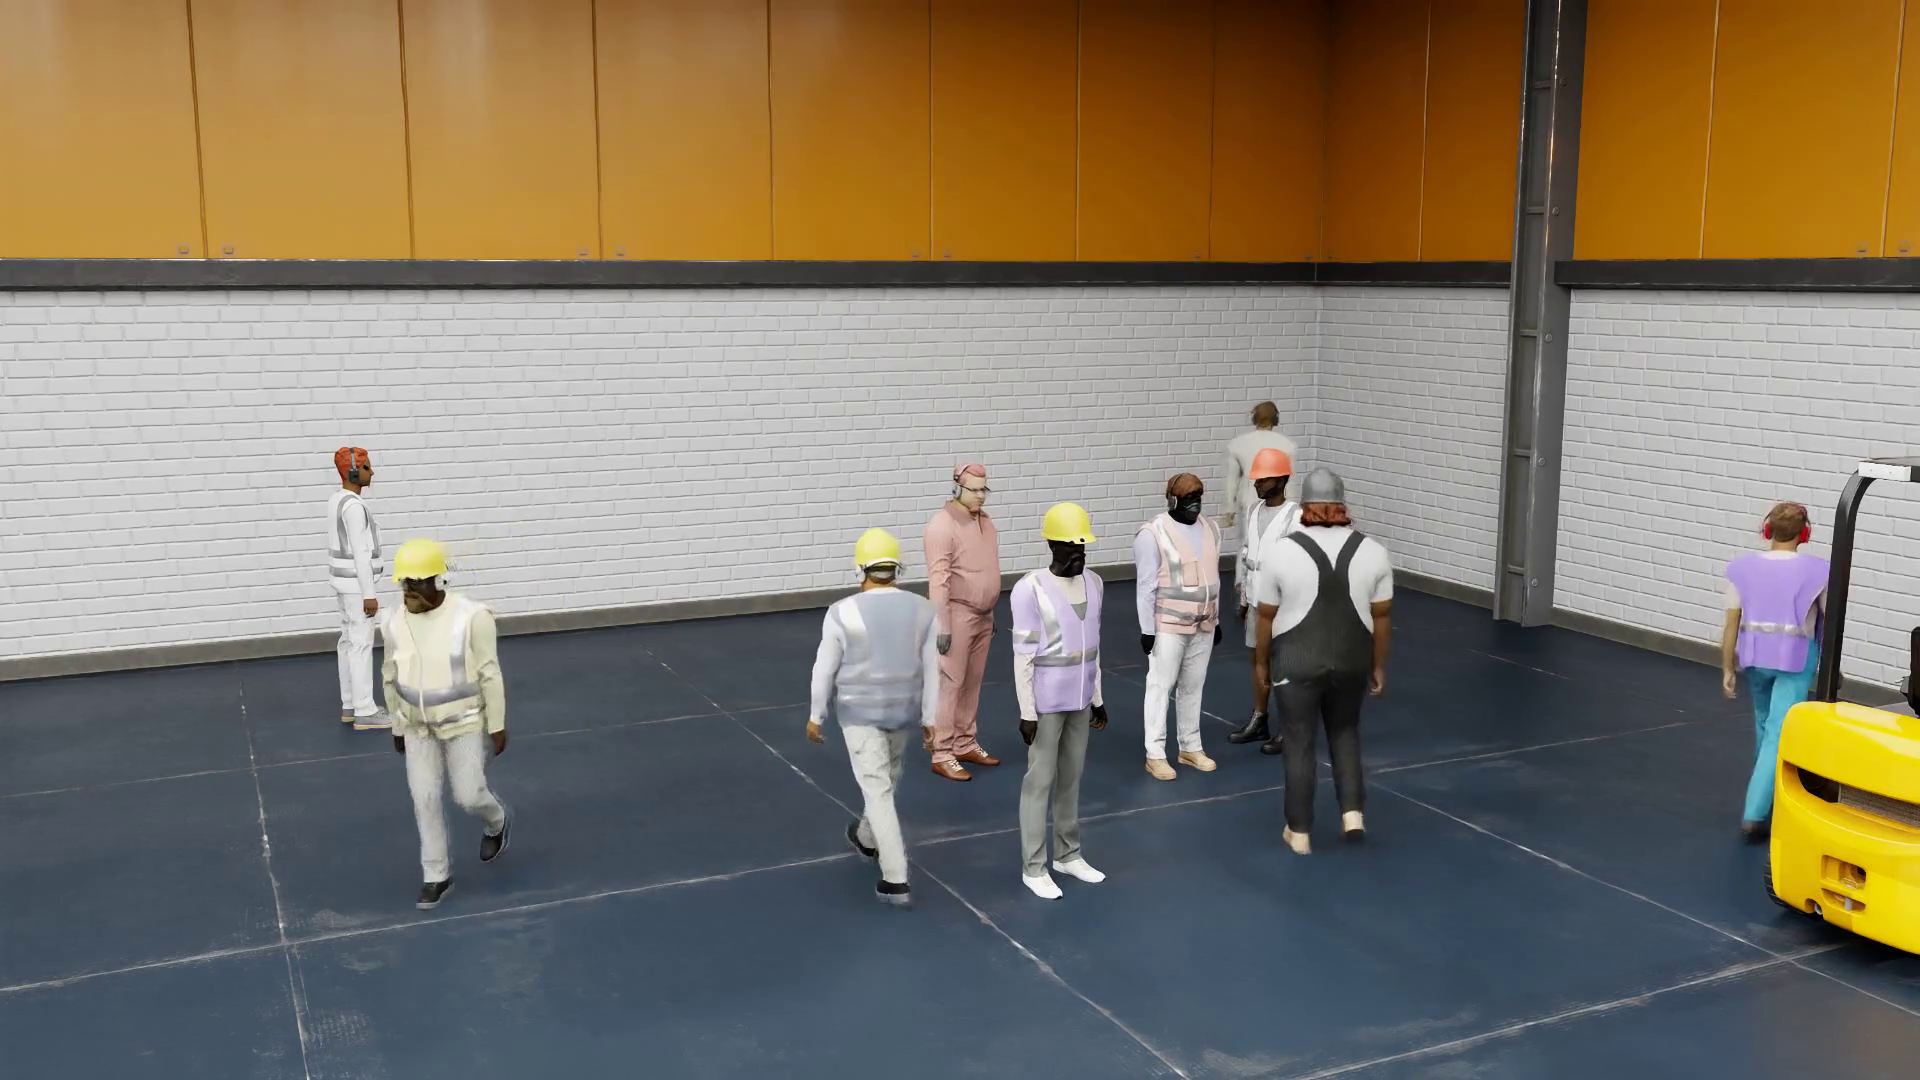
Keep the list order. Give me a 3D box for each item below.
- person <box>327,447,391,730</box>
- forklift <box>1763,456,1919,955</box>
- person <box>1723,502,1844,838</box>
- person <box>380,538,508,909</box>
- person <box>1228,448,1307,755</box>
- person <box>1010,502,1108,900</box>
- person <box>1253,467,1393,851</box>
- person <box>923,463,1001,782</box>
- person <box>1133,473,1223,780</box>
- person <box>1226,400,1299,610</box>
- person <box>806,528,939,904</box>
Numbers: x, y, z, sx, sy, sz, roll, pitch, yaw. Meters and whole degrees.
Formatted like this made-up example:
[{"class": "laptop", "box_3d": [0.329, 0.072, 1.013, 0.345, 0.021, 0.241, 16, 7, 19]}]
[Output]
[{"class": "person", "box_3d": [-4.008, 0.318, 11.088, 0.356, 1.883, 0.574, -6, 11, -34]}, {"class": "forklift", "box_3d": [4.857, 0.731, 7.561, 2.313, 2.155, 1.214, -4, 10, -25]}, {"class": "person", "box_3d": [4.462, 0.687, 9.089, 1.012, 1.796, 0.566, -9, 13, -44]}, {"class": "person", "box_3d": [-2.470, 0.848, 8.056, 0.621, 1.803, 0.670, 2, 9, 9]}, {"class": "person", "box_3d": [1.955, 0.383, 10.514, 0.364, 1.935, 0.553, -6, 11, -32]}, {"class": "person", "box_3d": [0.502, 0.770, 8.144, 0.587, 1.928, 0.363, -9, 13, -44]}, {"class": "person", "box_3d": [1.884, 0.613, 8.766, 0.700, 2.000, 0.543, -1, 9, -4]}, {"class": "person", "box_3d": [0.048, 0.479, 10.033, 0.401, 1.901, 0.649, 5, 11, 30]}, {"class": "person", "box_3d": [1.342, 0.509, 10.024, 0.636, 1.842, 0.429, -6, 11, -33]}, {"class": "person", "box_3d": [2.652, -0.280, 14.709, 0.634, 1.917, 0.819, 3, 10, 20]}, {"class": "person", "box_3d": [-0.428, 0.833, 8.197, 0.606, 1.782, 0.935, -5, 10, -27]}]
